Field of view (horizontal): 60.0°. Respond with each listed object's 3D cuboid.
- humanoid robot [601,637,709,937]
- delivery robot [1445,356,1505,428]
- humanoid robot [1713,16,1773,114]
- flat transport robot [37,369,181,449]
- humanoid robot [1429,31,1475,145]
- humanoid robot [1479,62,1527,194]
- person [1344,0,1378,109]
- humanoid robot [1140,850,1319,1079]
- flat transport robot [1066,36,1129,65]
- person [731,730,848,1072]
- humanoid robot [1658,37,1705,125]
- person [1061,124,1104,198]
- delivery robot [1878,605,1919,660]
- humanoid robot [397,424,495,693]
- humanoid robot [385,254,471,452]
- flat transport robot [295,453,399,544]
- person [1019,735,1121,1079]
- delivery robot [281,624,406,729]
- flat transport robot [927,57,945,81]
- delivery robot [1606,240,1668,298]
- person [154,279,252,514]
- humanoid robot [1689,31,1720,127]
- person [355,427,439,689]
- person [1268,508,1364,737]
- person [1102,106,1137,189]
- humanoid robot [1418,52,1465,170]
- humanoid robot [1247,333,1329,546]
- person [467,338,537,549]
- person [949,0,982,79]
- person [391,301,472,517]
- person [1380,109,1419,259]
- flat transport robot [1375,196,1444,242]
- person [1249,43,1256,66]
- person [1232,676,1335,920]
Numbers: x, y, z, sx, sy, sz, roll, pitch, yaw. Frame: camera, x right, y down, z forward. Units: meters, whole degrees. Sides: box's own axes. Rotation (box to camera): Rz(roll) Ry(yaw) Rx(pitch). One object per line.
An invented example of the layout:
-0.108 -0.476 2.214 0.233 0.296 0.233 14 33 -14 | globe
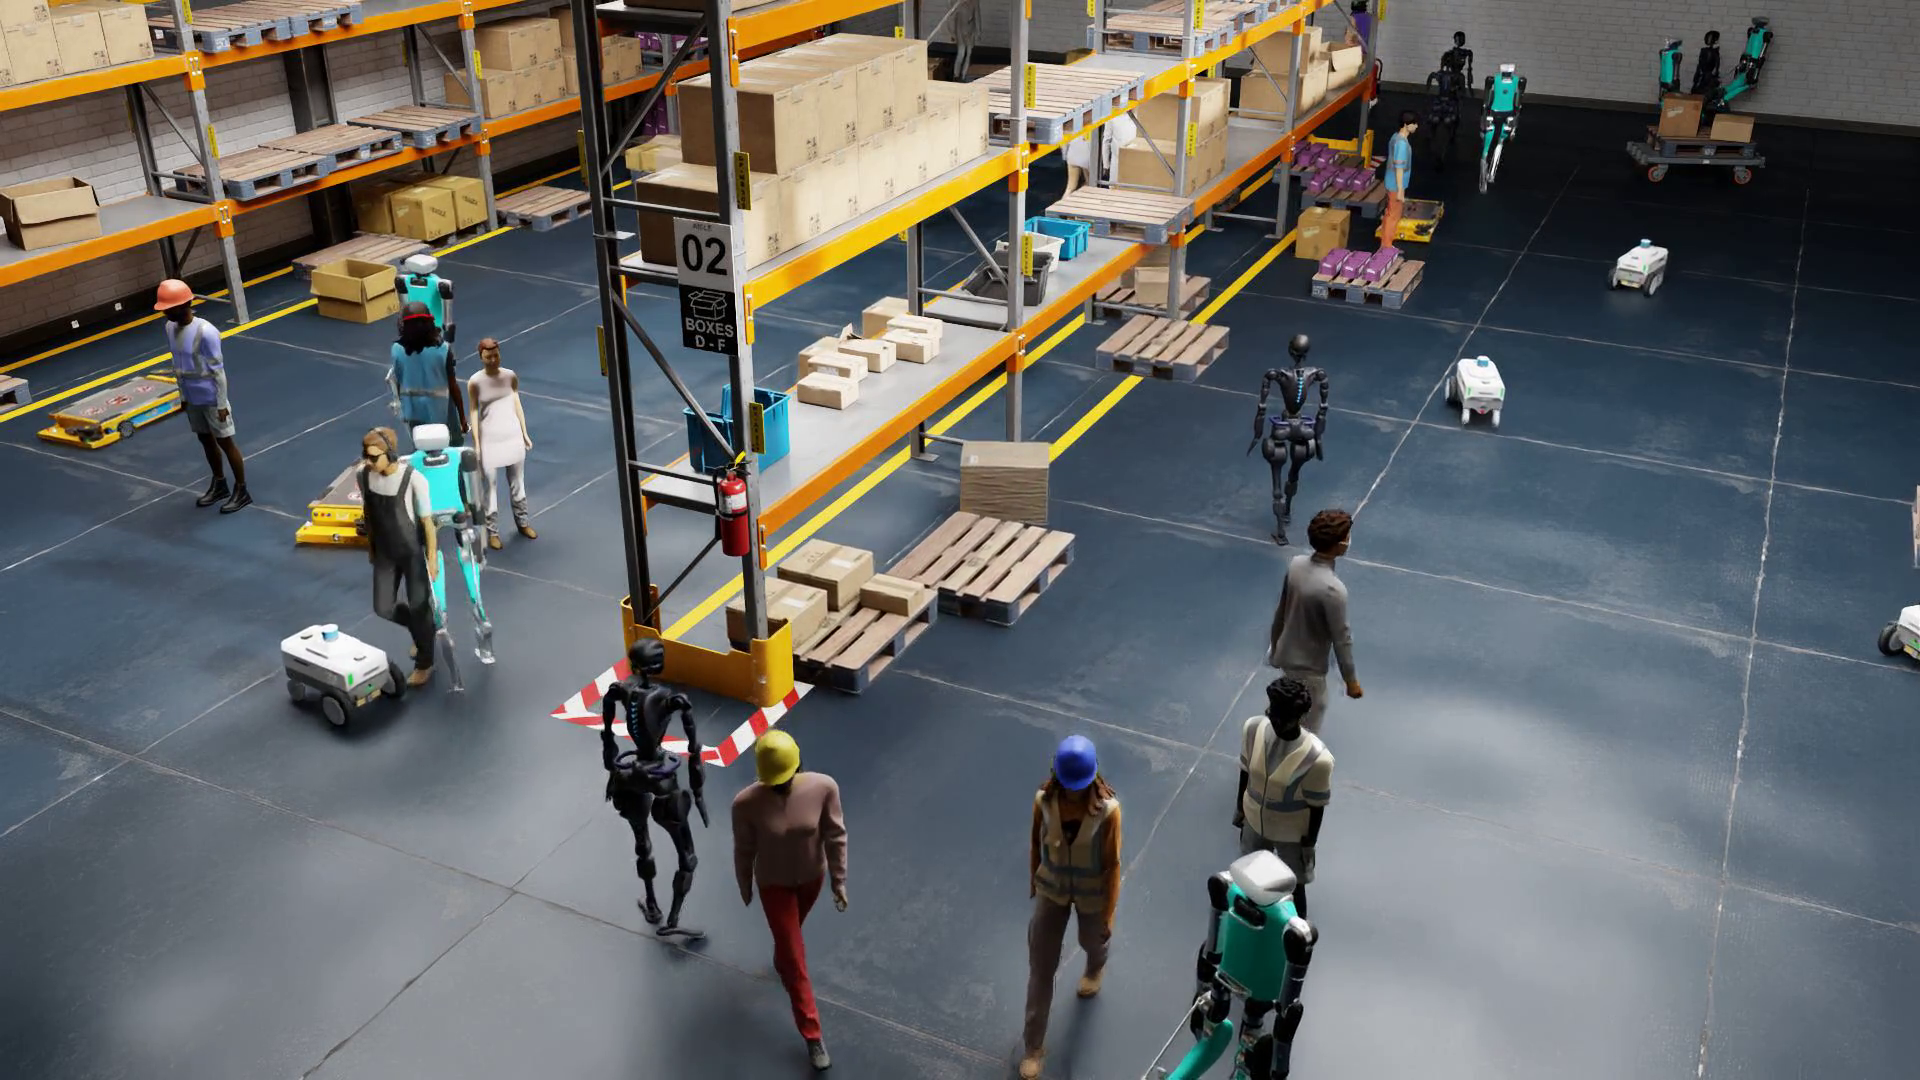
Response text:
-1.606 1.297 8.582 0.613 1.645 0.487 9 28 17 | humanoid robot
4.769 -1.396 15.296 0.499 0.613 0.790 4 27 7 | delivery robot
11.810 -7.085 25.283 0.735 1.677 0.533 -3 27 -7 | humanoid robot
-7.612 -1.205 15.212 0.659 0.231 1.431 10 28 20 | flat transport robot
7.395 -6.805 24.957 0.600 1.642 0.585 -8 28 -16 | humanoid robot
7.230 -5.573 22.396 0.531 1.772 0.886 4 27 8 | humanoid robot
6.454 -7.955 27.009 0.898 1.899 0.536 17 31 30 | person
0.972 2.159 6.831 1.023 1.777 0.530 -19 32 -33 | humanoid robot
2.519 -7.890 28.715 1.431 0.231 0.659 21 33 36 | flat transport robot
-0.797 1.611 7.896 0.515 1.700 0.926 -11 28 -21 | person
10.432 -6.375 24.062 1.075 1.743 0.547 -1 26 -3 | humanoid robot
1.502 -4.747 20.735 0.558 1.723 0.781 13 29 24 | person
6.673 0.620 11.220 0.780 0.609 0.522 -10 28 -19 | delivery robot
-3.278 0.194 10.807 0.534 1.821 0.797 -12 29 -22 | humanoid robot
-4.604 -1.508 14.180 0.546 1.757 0.943 7 27 14 | humanoid robot
-4.767 -0.356 13.497 0.659 0.231 1.431 2 26 5 | flat transport robot
0.548 1.619 7.858 0.457 1.744 0.843 6 27 12 | person
-4.035 0.828 10.775 0.787 0.587 0.499 16 30 28 | delivery robot
-0.734 -6.718 26.349 1.431 0.231 0.659 5 27 9 | flat transport robot
7.633 -3.072 18.632 0.499 0.568 0.747 21 33 36 | delivery robot
-6.041 -1.143 13.221 0.542 1.929 0.385 13 29 24 | person
11.178 -6.804 24.976 0.739 1.624 0.602 -3 27 -6 | humanoid robot
-3.640 0.088 10.850 0.539 1.830 0.433 7 27 13 | person
2.073 0.684 9.592 0.725 1.873 0.556 -8 27 -15 | person
2.034 -4.537 20.099 0.650 1.906 0.413 2 26 4 | person
6.786 -6.026 23.400 0.598 1.640 0.595 6 27 11 | humanoid robot
2.515 -0.817 12.853 0.600 1.644 0.594 -3 26 -6 | humanoid robot
-3.512 -0.750 12.720 0.447 1.661 0.285 -18 32 -32 | person
0.107 -8.752 28.723 0.521 1.808 0.524 -10 28 -20 | person
-4.117 -0.976 12.985 0.540 1.845 0.650 1 26 1 | person
5.141 -4.164 19.511 0.331 1.758 0.506 4 27 9 | person
5.681 -4.046 20.950 0.659 0.231 1.431 10 28 19 | flat transport robot
4.890 -7.701 26.526 0.564 1.876 0.407 23 34 38 | person
1.589 1.416 8.311 0.320 1.692 0.532 -23 35 -38 | person
